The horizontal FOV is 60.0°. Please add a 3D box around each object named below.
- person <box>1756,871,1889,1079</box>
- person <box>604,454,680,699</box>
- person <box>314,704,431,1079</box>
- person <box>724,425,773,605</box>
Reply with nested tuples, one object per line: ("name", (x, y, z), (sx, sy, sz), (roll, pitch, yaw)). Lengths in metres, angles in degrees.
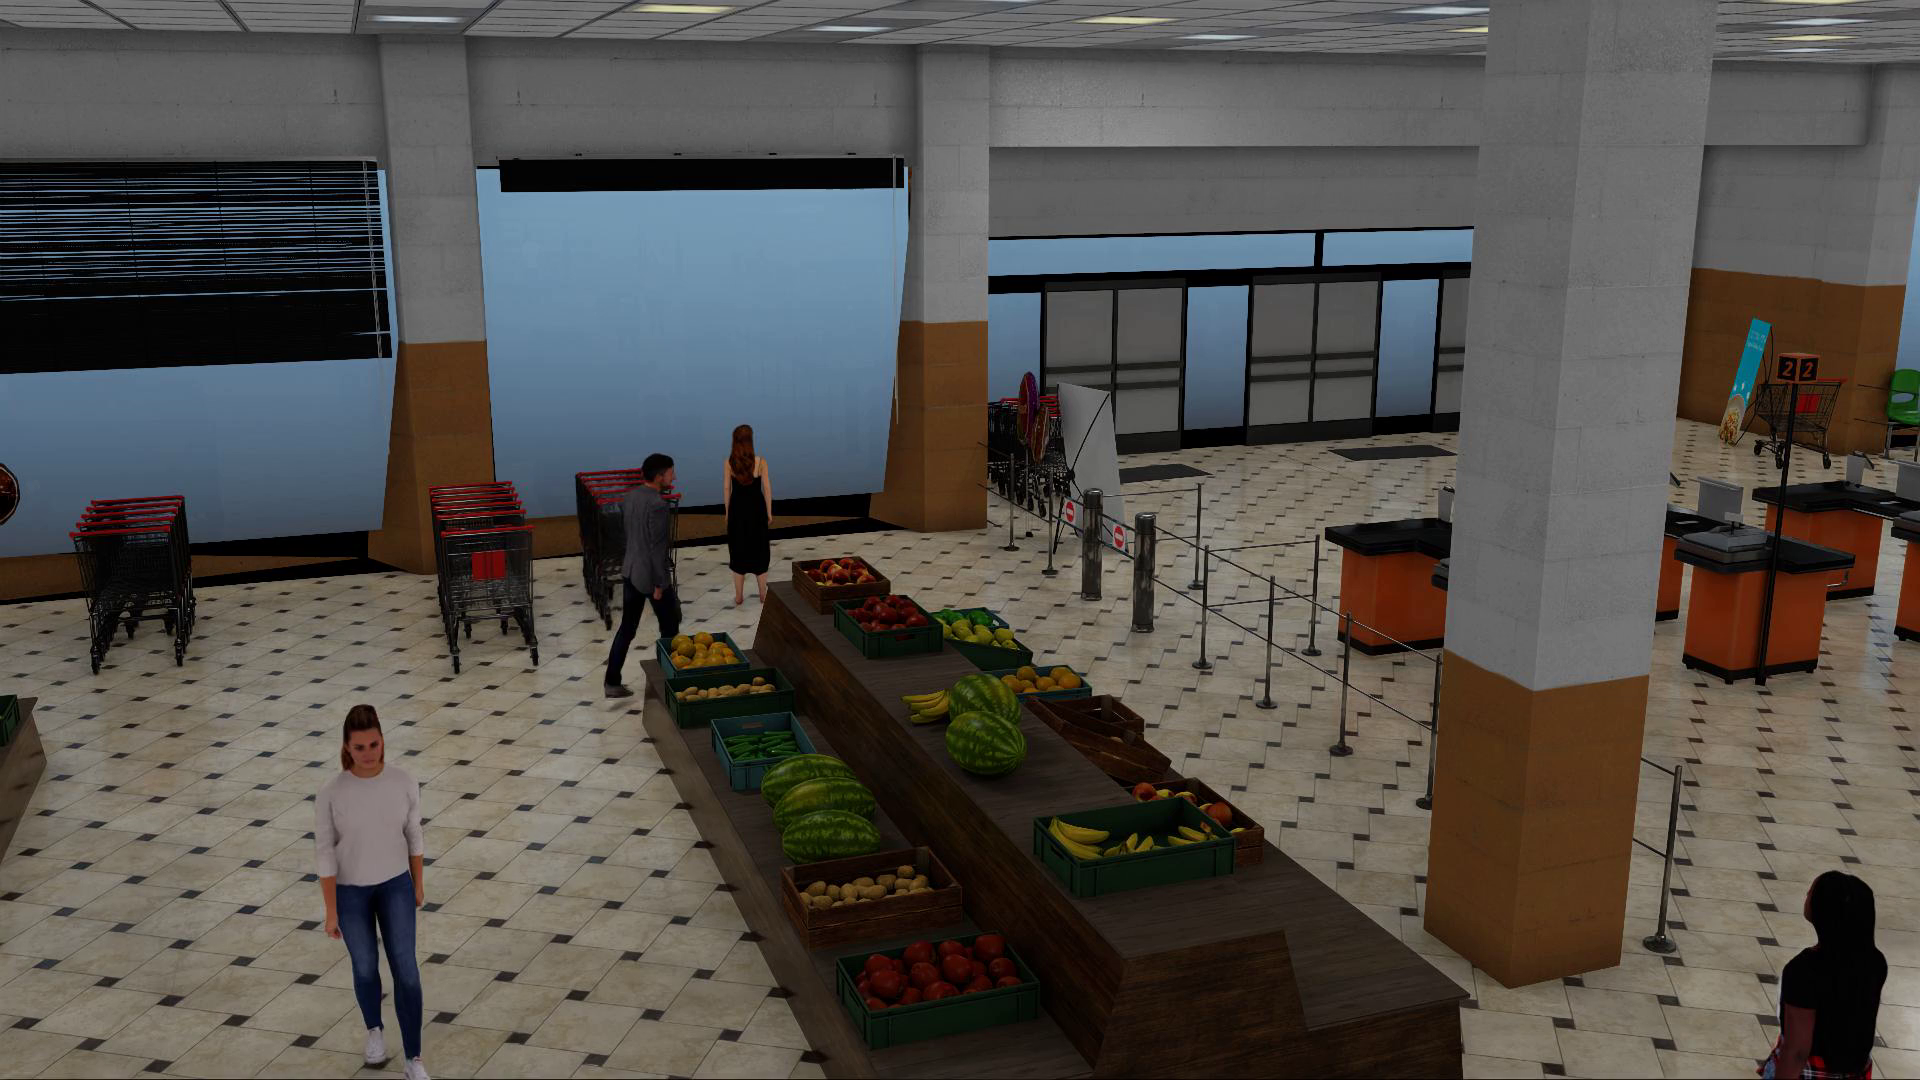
("person", (2.955, 1.941, 5.733), (0.630, 1.724, 0.616), (-7, 15, -25))
("person", (-2.365, 0.316, 12.232), (1.248, 1.820, 1.174), (10, 17, 37))
("person", (-2.631, 1.548, 7.410), (0.618, 1.699, 0.850), (-5, 15, -20))
("person", (-1.910, -0.231, 14.899), (0.649, 1.625, 0.657), (0, 14, -2))
